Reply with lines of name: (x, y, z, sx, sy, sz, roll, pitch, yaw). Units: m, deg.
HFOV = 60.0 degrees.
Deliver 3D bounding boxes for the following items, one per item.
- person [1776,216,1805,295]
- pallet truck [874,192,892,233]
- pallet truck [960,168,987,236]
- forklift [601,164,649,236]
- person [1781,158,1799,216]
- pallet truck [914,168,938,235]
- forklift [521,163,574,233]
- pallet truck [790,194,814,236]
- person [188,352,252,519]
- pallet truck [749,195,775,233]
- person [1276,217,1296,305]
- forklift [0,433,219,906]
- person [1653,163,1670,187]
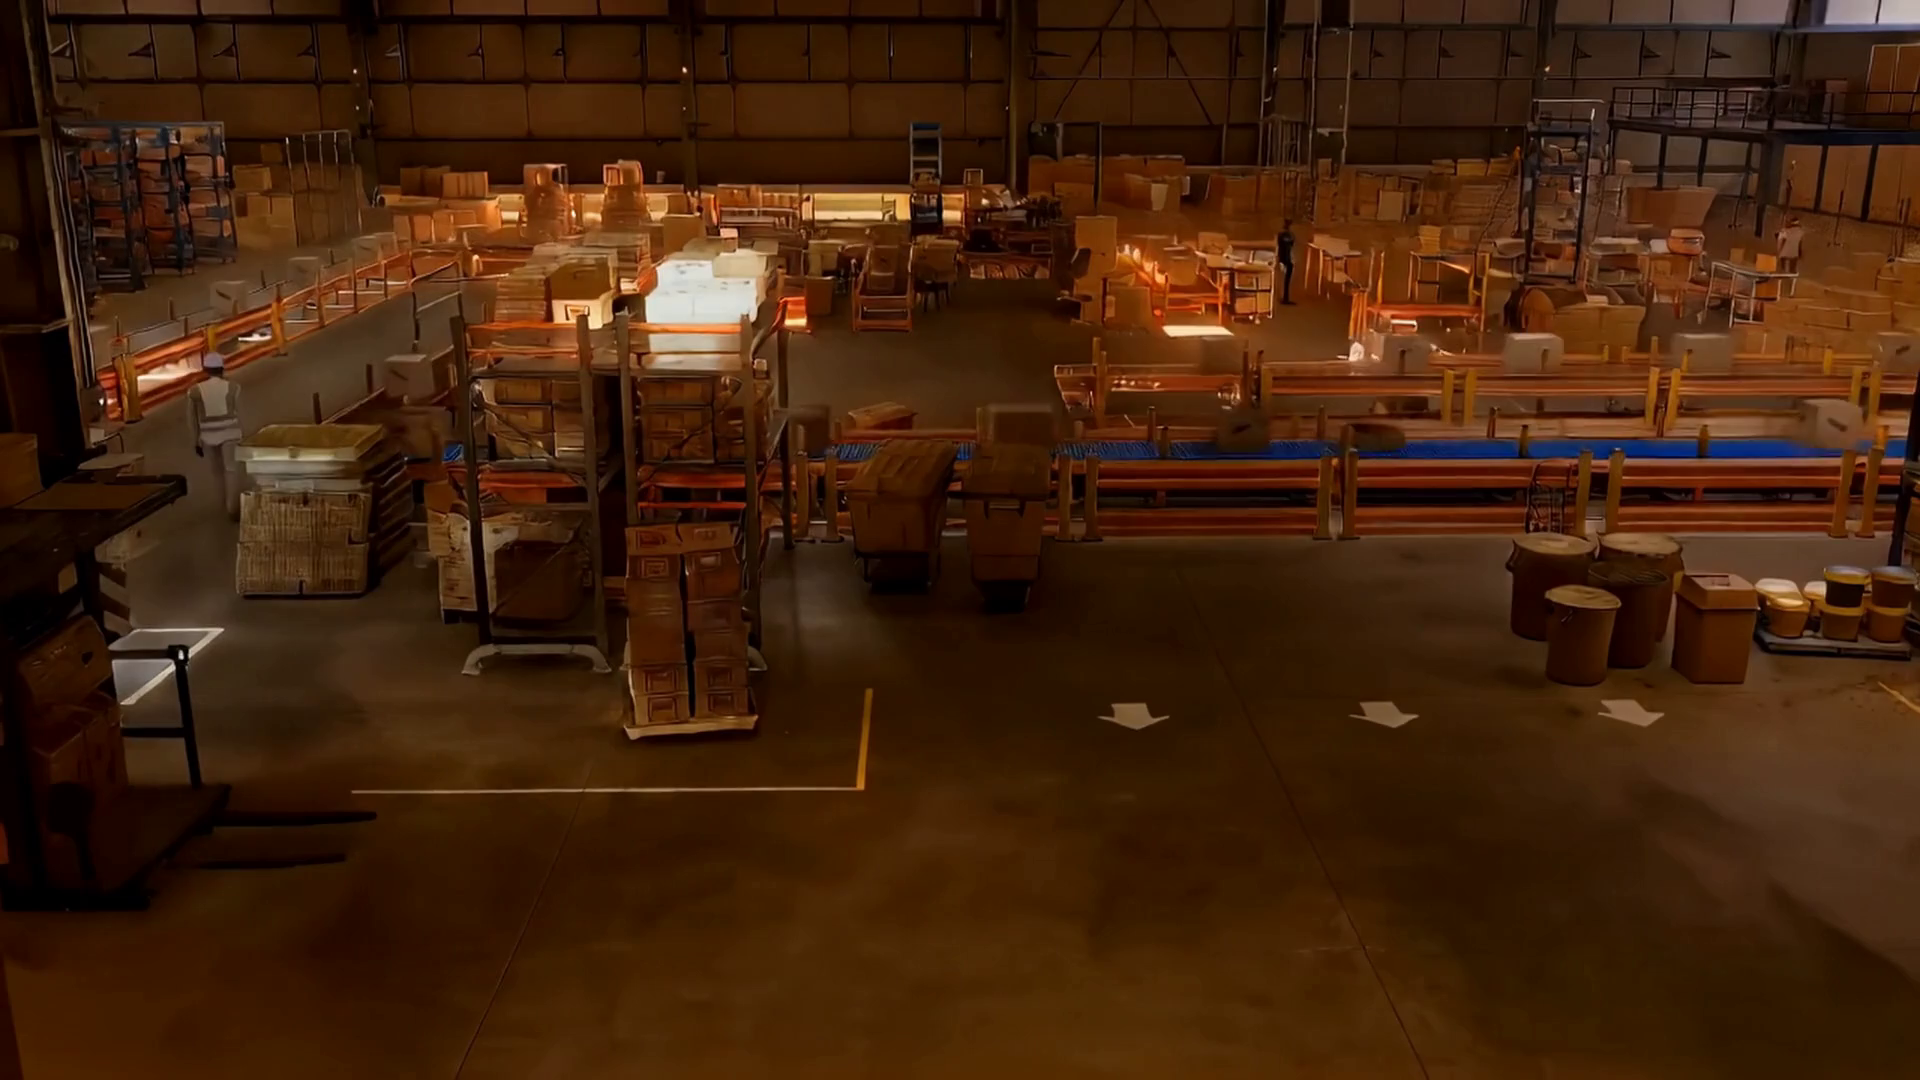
person: (18.530, -6.331, 37.102, 0.533, 1.751, 0.687, 3, 16, 11)
pallet truck: (-2.277, -9.986, 50.594, 0.653, 1.274, 1.630, 0, 16, -1)
pallet truck: (0.383, -10.230, 50.206, 0.823, 1.965, 1.885, -1, 16, -3)
forklift: (-9.948, -10.127, 49.296, 1.157, 1.987, 2.680, -1, 16, -3)
person: (28.100, -11.940, 56.274, 0.594, 1.926, 0.366, -14, 21, -41)
pallet truck: (-0.989, -10.316, 50.507, 0.823, 1.965, 1.885, 1, 16, 3)
forklift: (-12.233, -10.122, 49.298, 1.157, 1.987, 2.680, 0, 16, -1)
pallet truck: (-4.814, -9.883, 50.259, 0.704, 1.261, 1.522, -1, 16, -3)
person: (-8.443, -1.205, 19.039, 0.614, 1.898, 1.034, -4, 16, -13)
pallet truck: (-6.051, -9.967, 50.660, 0.680, 1.201, 1.601, 0, 16, -1)
person: (7.020, -5.987, 35.688, 0.311, 1.869, 0.532, -9, 18, -28)
forklift: (-5.952, 0.780, 10.366, 1.873, 2.768, 1.129, 0, 16, -1)
person: (22.937, -11.377, 54.431, 0.439, 1.890, 0.575, -12, 20, -35)
